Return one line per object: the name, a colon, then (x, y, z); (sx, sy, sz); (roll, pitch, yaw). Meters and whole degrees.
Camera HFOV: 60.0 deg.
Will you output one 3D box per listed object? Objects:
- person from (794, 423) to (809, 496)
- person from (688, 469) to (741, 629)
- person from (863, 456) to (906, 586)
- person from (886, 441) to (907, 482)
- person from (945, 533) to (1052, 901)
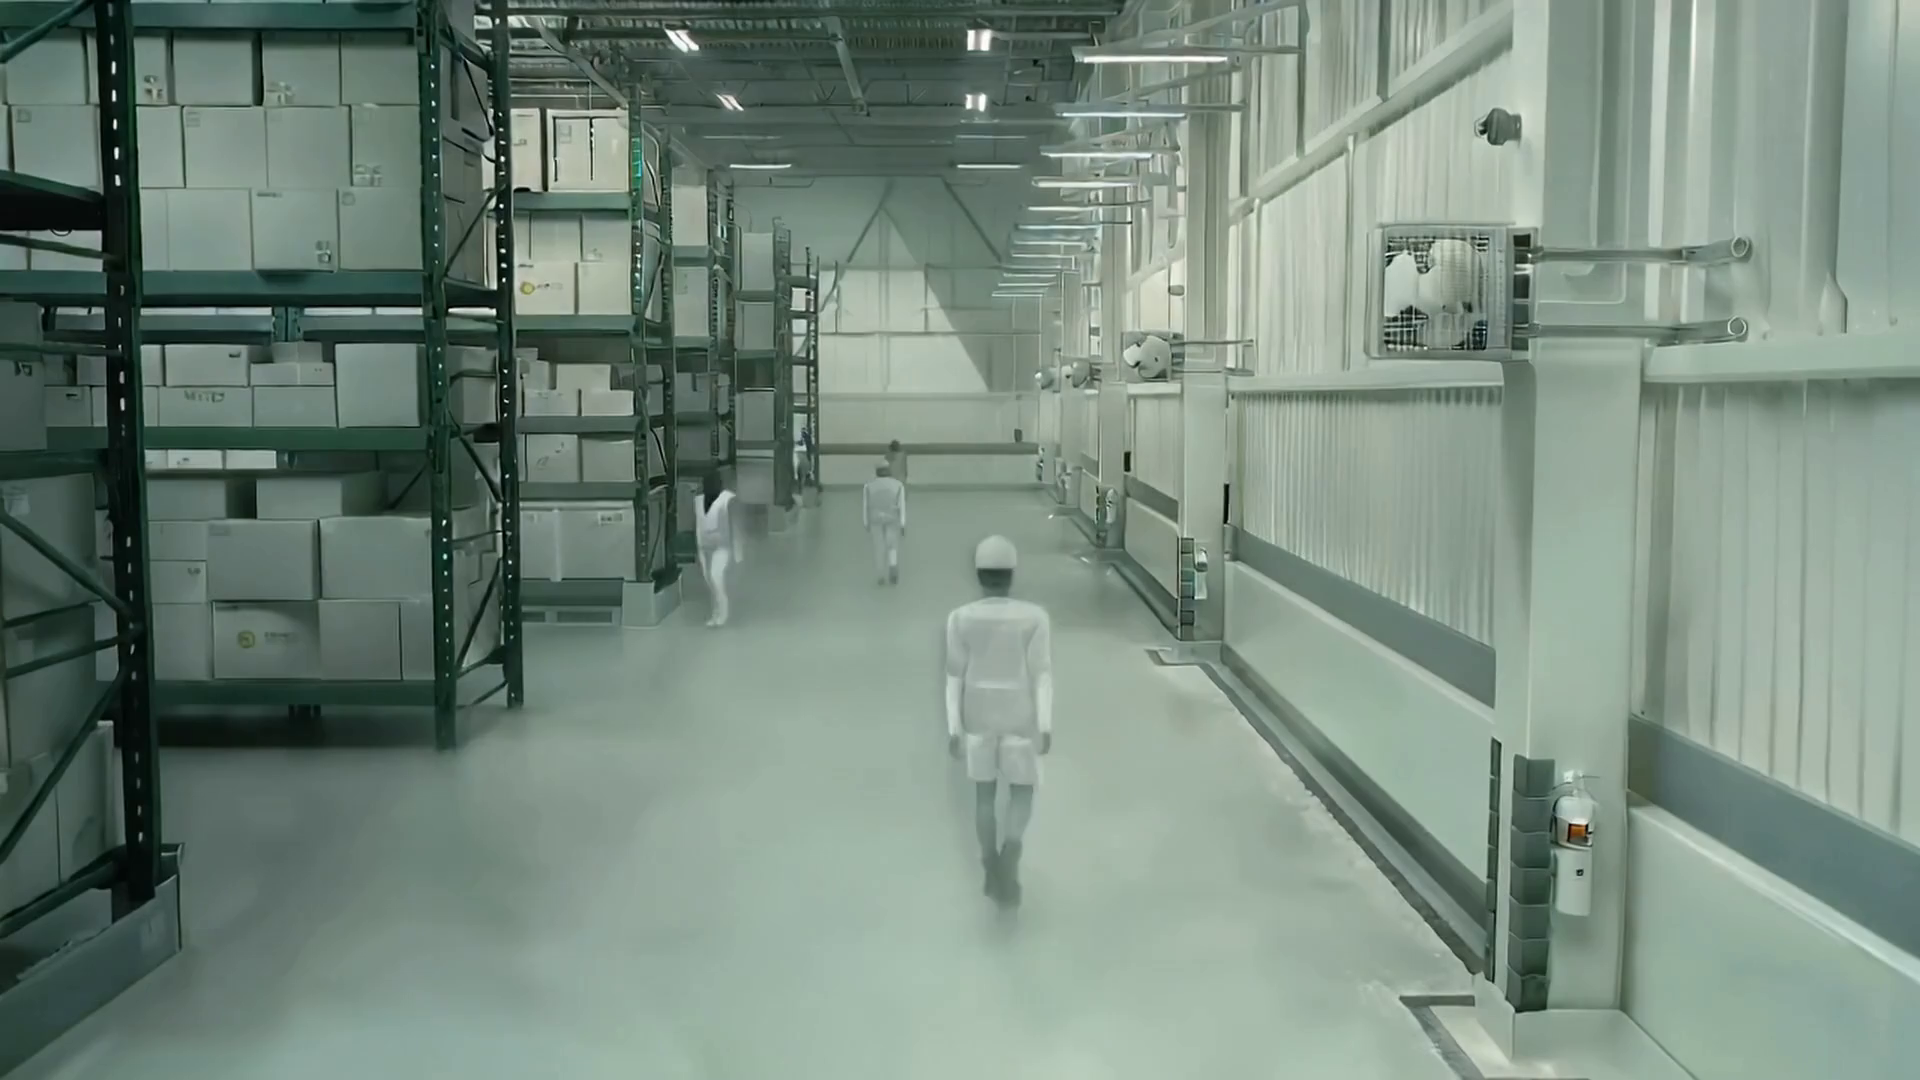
person: (-4.160, -2.133, 44.238); (0.364, 1.933, 0.543); (4, 6, 36)
person: (-2.799, 0.110, 18.726); (0.656, 1.821, 0.570); (3, 6, 32)
person: (-1.054, -0.261, 23.137); (0.587, 1.809, 0.434); (-1, 5, -8)
person: (-1.504, -1.535, 39.141); (0.525, 1.604, 0.800); (1, 5, 7)
person: (0.192, 0.930, 8.580); (0.558, 1.925, 0.629); (1, 5, 7)
